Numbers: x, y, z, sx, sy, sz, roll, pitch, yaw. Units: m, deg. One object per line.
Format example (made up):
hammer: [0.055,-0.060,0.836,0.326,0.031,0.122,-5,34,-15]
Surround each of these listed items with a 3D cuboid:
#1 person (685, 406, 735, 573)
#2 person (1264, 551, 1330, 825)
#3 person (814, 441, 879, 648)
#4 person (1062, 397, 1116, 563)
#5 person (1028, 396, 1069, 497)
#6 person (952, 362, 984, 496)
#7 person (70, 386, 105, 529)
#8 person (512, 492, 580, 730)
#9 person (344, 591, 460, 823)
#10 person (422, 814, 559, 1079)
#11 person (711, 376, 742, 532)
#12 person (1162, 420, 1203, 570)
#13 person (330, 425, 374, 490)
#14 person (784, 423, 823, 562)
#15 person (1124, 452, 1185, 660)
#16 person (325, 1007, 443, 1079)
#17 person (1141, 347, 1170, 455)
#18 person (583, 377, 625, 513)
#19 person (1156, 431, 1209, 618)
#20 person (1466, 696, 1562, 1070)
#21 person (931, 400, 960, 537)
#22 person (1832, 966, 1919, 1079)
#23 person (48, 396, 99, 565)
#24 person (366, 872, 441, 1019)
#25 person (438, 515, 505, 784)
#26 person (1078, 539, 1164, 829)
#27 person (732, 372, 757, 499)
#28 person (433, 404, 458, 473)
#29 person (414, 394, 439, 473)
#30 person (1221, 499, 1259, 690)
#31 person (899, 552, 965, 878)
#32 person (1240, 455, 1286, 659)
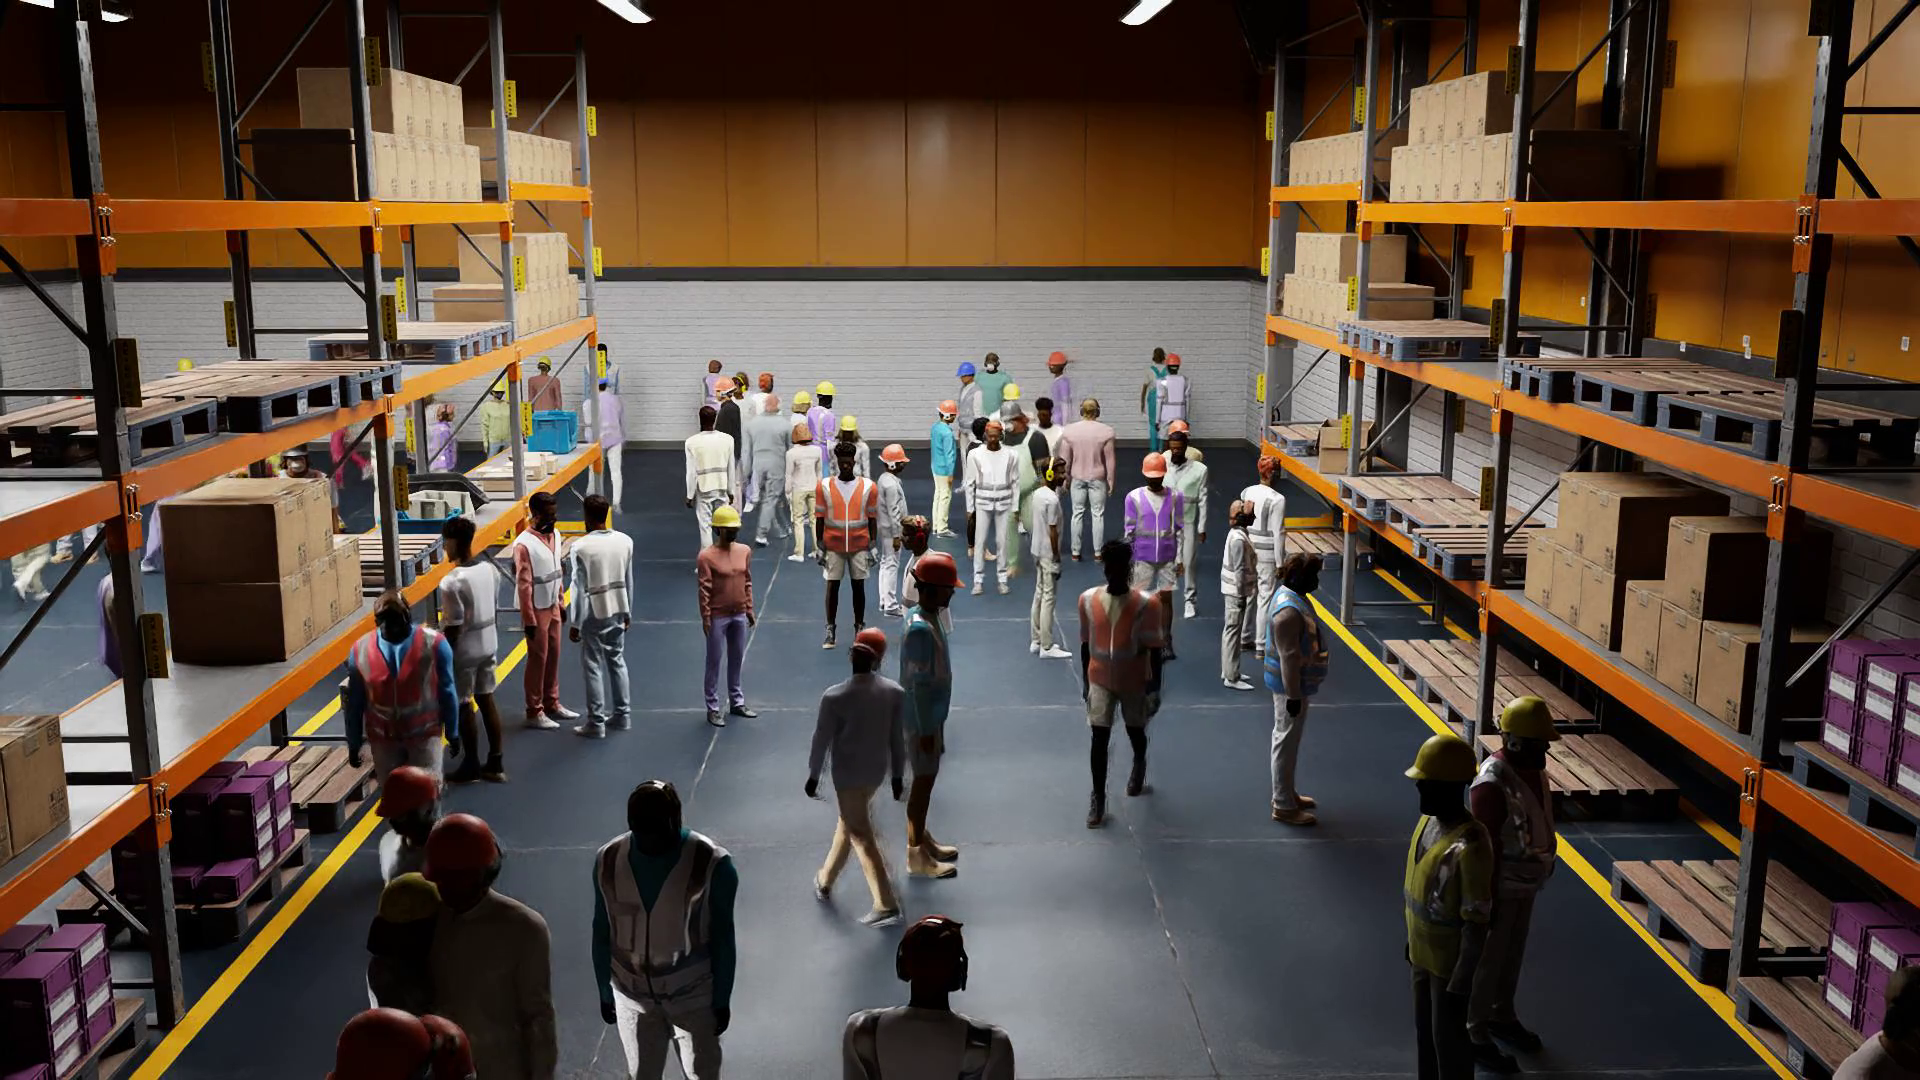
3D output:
person: [-2.800,-0.550,18.695,0.590,1.919,0.396,-7,13,-31]
person: [2.265,0.980,11.225,0.429,1.843,0.627,2,12,12]
person: [-1.064,0.042,15.607,0.604,1.966,0.367,-1,11,-7]
person: [1.499,-0.690,19.352,0.638,1.937,0.357,3,12,14]
person: [1.023,-0.776,19.846,0.597,1.927,0.981,3,12,15]
person: [0.122,-1.586,23.877,0.452,1.935,0.604,-5,12,-25]
person: [-11.302,-1.042,21.339,0.566,1.850,0.389,5,12,24]
person: [-3.324,0.554,13.205,0.410,1.908,0.598,3,12,14]
person: [-3.395,1.208,10.113,0.665,1.828,0.499,-1,11,-5]
person: [-1.762,1.936,6.079,0.617,1.986,0.411,3,12,17]
person: [-2.965,-1.091,21.215,0.381,1.994,0.622,1,11,6]
person: [2.470,-0.488,18.831,0.566,1.743,0.359,-6,13,-27]
person: [-9.076,-1.727,24.501,0.735,1.961,0.671,-8,14,-35]
person: [-1.828,-0.556,19.470,0.506,1.628,0.274,-8,14,-35]
person: [1.775,0.148,15.191,0.549,1.925,0.384,0,11,-1]
person: [-1.401,2.240,4.772,1.111,1.906,0.621,1,11,4]
person: [3.278,-2.282,27.589,0.563,1.829,0.489,0,11,-1]
person: [-4.872,-1.347,22.733,0.618,1.894,0.967,-6,13,-29]
person: [2.207,-0.165,16.803,0.591,1.909,0.390,4,12,20]
person: [2.653,1.628,8.021,0.403,1.823,0.596,10,15,40]
person: [-0.175,-0.895,20.882,0.350,1.739,0.575,-4,12,-18]
person: [2.768,2.172,5.017,0.629,1.933,0.379,-11,15,-43]
person: [-10.343,-0.722,19.255,0.678,2.000,0.537,2,11,11]
person: [-1.986,2.054,6.117,0.319,1.737,0.486,-7,13,-33]
person: [-3.517,0.795,11.852,0.385,1.969,0.643,4,12,18]
person: [1.111,0.914,11.339,0.613,1.932,0.946,4,12,20]
person: [-3.060,-1.473,23.563,0.519,1.821,0.626,-6,13,-27]
person: [-6.606,-0.941,21.386,0.318,1.631,0.524,-5,12,-24]
person: [-7.298,-1.292,22.935,0.515,1.703,0.453,6,13,27]
person: [2.400,0.460,14.330,0.311,1.642,0.512,1,11,7]
person: [-0.175,1.071,10.299,0.405,2.032,0.611,1,11,3]
person: [2.782,0.152,15.295,0.354,1.876,0.574,-6,13,-28]
